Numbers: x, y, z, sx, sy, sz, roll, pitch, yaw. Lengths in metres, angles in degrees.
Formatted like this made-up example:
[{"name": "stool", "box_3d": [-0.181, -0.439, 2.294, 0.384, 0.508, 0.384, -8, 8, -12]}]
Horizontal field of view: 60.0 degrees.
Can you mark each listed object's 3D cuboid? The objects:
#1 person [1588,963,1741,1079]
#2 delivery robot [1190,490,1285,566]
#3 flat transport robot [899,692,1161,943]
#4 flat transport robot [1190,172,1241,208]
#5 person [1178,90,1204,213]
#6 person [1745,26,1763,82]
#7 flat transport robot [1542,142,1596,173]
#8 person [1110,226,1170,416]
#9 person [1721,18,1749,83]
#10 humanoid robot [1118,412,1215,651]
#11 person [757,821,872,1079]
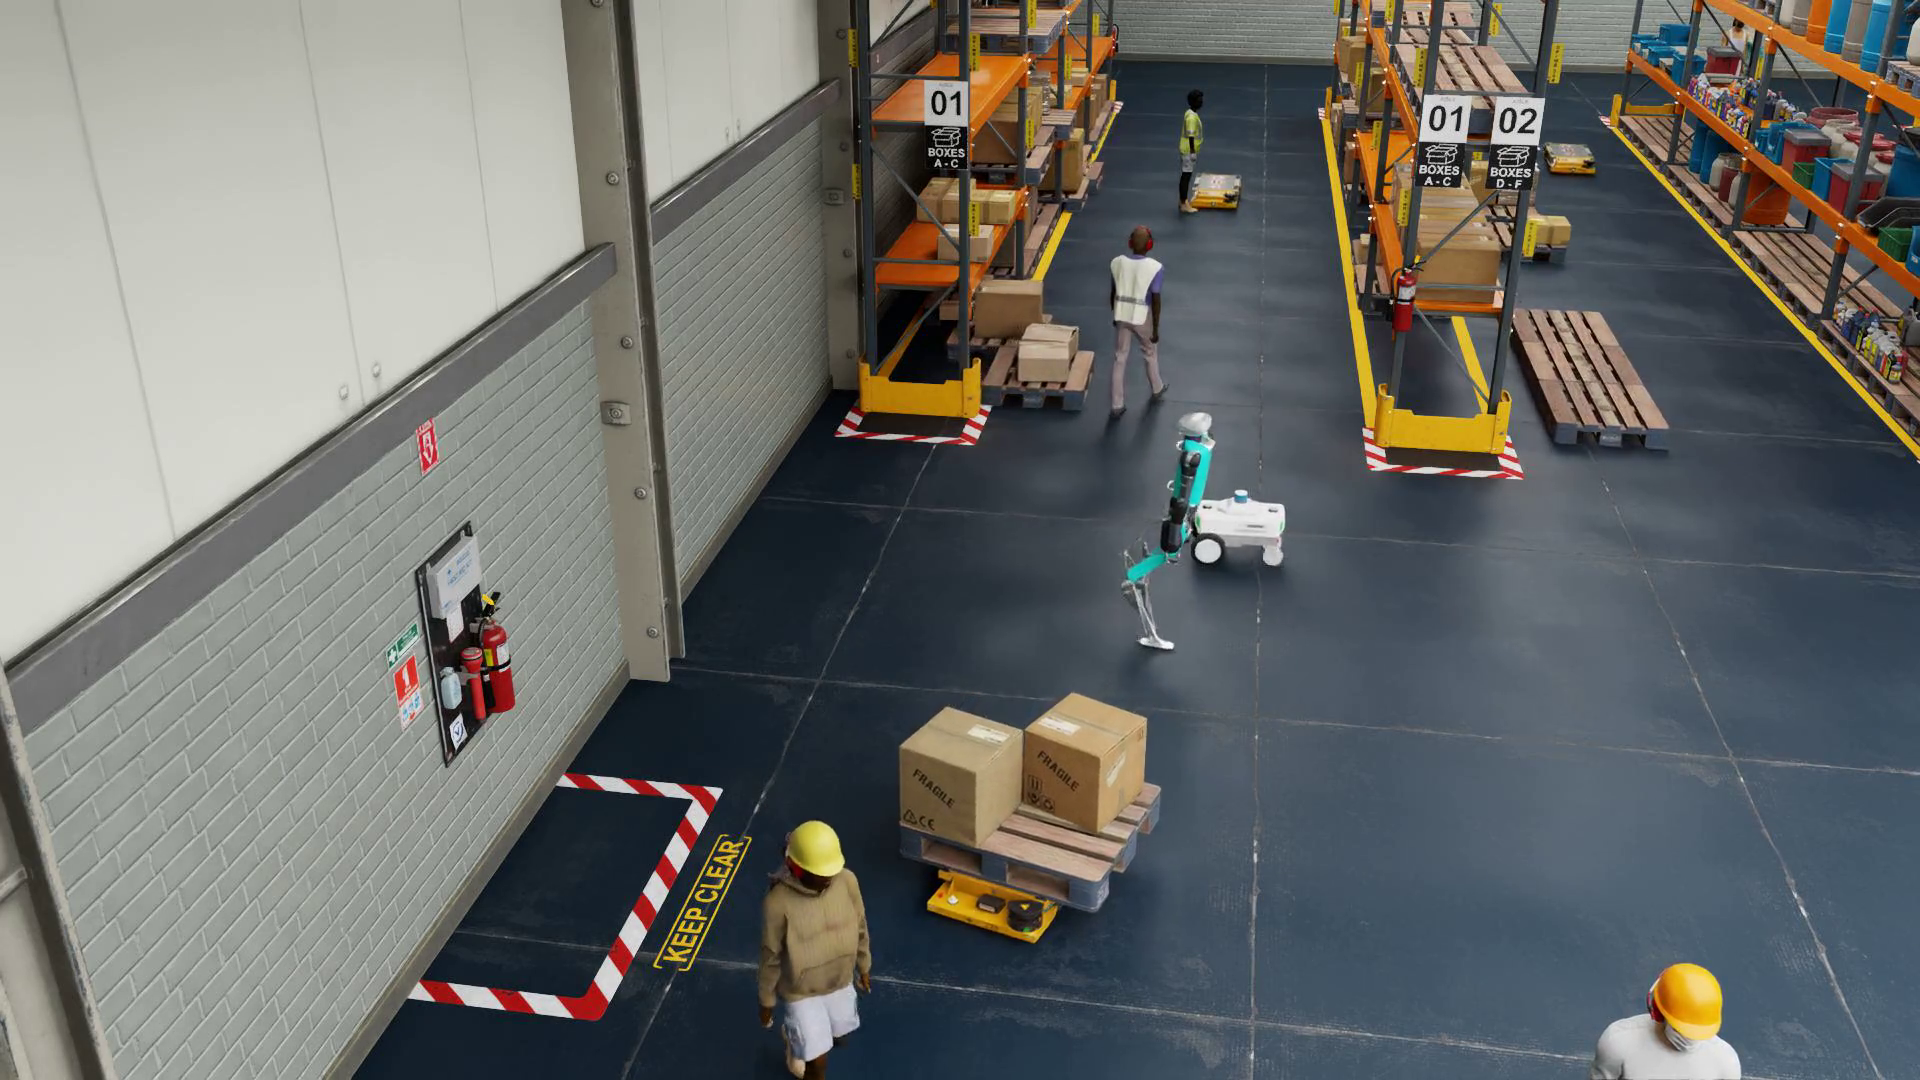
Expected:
[{"name": "person", "box_3d": [2.617, 2.380, 6.356, 0.569, 1.889, 0.389, 7, 26, 15]}, {"name": "delivery robot", "box_3d": [2.194, -0.107, 13.251, 0.775, 0.596, 0.499, 3, 25, 7]}, {"name": "flat transport robot", "box_3d": [0.424, 1.768, 9.575, 0.659, 0.231, 1.431, 12, 28, 24]}, {"name": "flat transport robot", "box_3d": [3.746, -5.106, 24.287, 0.659, 0.231, 1.431, 5, 25, 10]}, {"name": "person", "box_3d": [3.240, -5.469, 23.374, 0.322, 1.695, 0.530, 2, 25, 4]}, {"name": "person", "box_3d": [15.427, -9.718, 32.415, 0.793, 1.726, 0.527, -4, 25, -9]}, {"name": "flat transport robot", "box_3d": [9.613, -6.037, 26.279, 0.659, 0.231, 1.431, 5, 26, 11]}, {"name": "person", "box_3d": [1.737, -2.148, 16.159, 0.582, 1.789, 0.944, 14, 28, 27]}, {"name": "person", "box_3d": [13.623, -8.367, 29.382, 0.517, 1.864, 0.377, 0, 25, 1]}, {"name": "humanoid robot", "box_3d": [1.398, -0.053, 11.795, 0.724, 1.823, 0.530, 8, 26, 17]}, {"name": "person", "box_3d": [-0.670, 1.943, 7.473, 0.549, 1.734, 0.753, -15, 29, -28]}]
